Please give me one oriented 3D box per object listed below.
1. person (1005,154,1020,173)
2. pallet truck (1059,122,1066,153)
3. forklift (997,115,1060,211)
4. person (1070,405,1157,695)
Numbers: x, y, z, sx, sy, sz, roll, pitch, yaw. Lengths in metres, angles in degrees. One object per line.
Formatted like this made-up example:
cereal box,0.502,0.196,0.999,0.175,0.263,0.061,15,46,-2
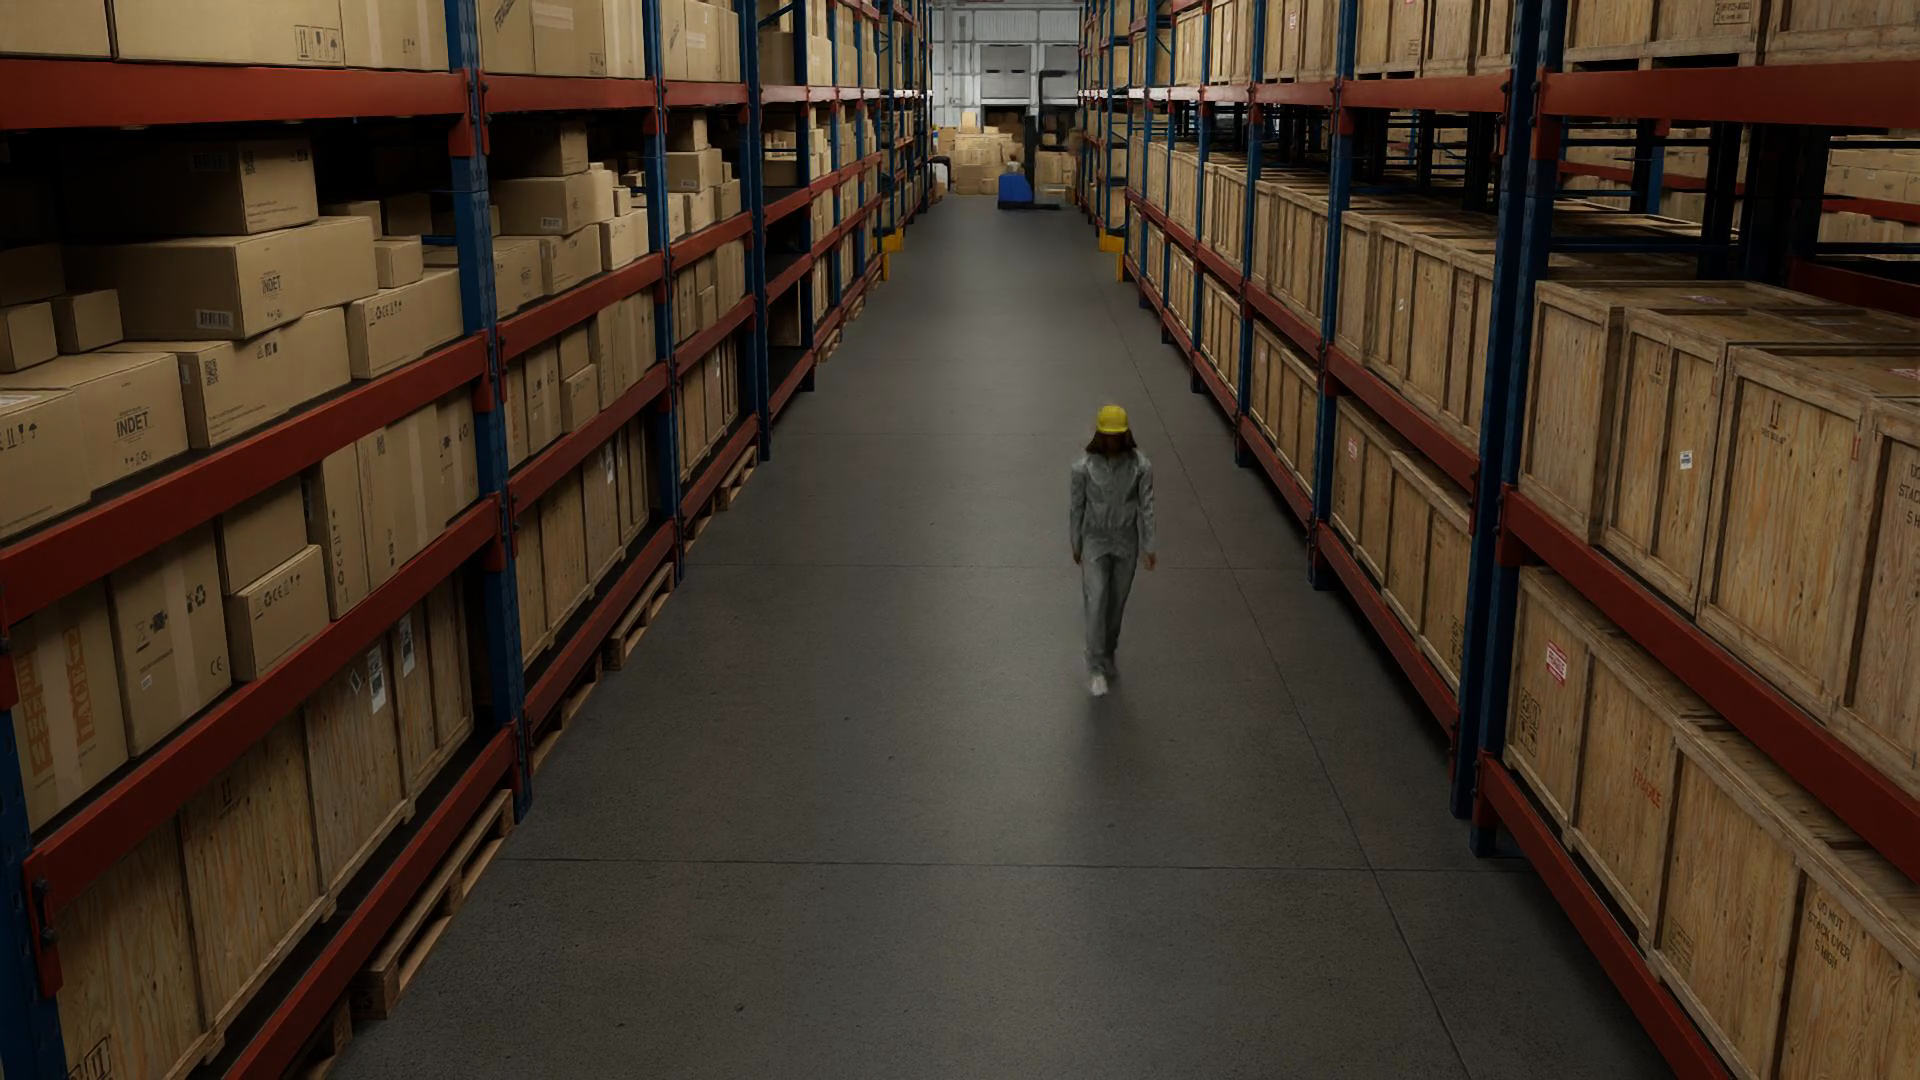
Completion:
person,1.613,-11.360,52.451,0.534,1.612,0.676,-12,19,-38
pallet truck,5.788,-21.111,88.014,1.885,1.965,0.823,5,16,18
forklift,2.072,-11.342,49.992,1.873,2.768,1.129,0,15,2
person,0.912,0.059,9.809,0.496,1.702,0.887,-2,15,-7
